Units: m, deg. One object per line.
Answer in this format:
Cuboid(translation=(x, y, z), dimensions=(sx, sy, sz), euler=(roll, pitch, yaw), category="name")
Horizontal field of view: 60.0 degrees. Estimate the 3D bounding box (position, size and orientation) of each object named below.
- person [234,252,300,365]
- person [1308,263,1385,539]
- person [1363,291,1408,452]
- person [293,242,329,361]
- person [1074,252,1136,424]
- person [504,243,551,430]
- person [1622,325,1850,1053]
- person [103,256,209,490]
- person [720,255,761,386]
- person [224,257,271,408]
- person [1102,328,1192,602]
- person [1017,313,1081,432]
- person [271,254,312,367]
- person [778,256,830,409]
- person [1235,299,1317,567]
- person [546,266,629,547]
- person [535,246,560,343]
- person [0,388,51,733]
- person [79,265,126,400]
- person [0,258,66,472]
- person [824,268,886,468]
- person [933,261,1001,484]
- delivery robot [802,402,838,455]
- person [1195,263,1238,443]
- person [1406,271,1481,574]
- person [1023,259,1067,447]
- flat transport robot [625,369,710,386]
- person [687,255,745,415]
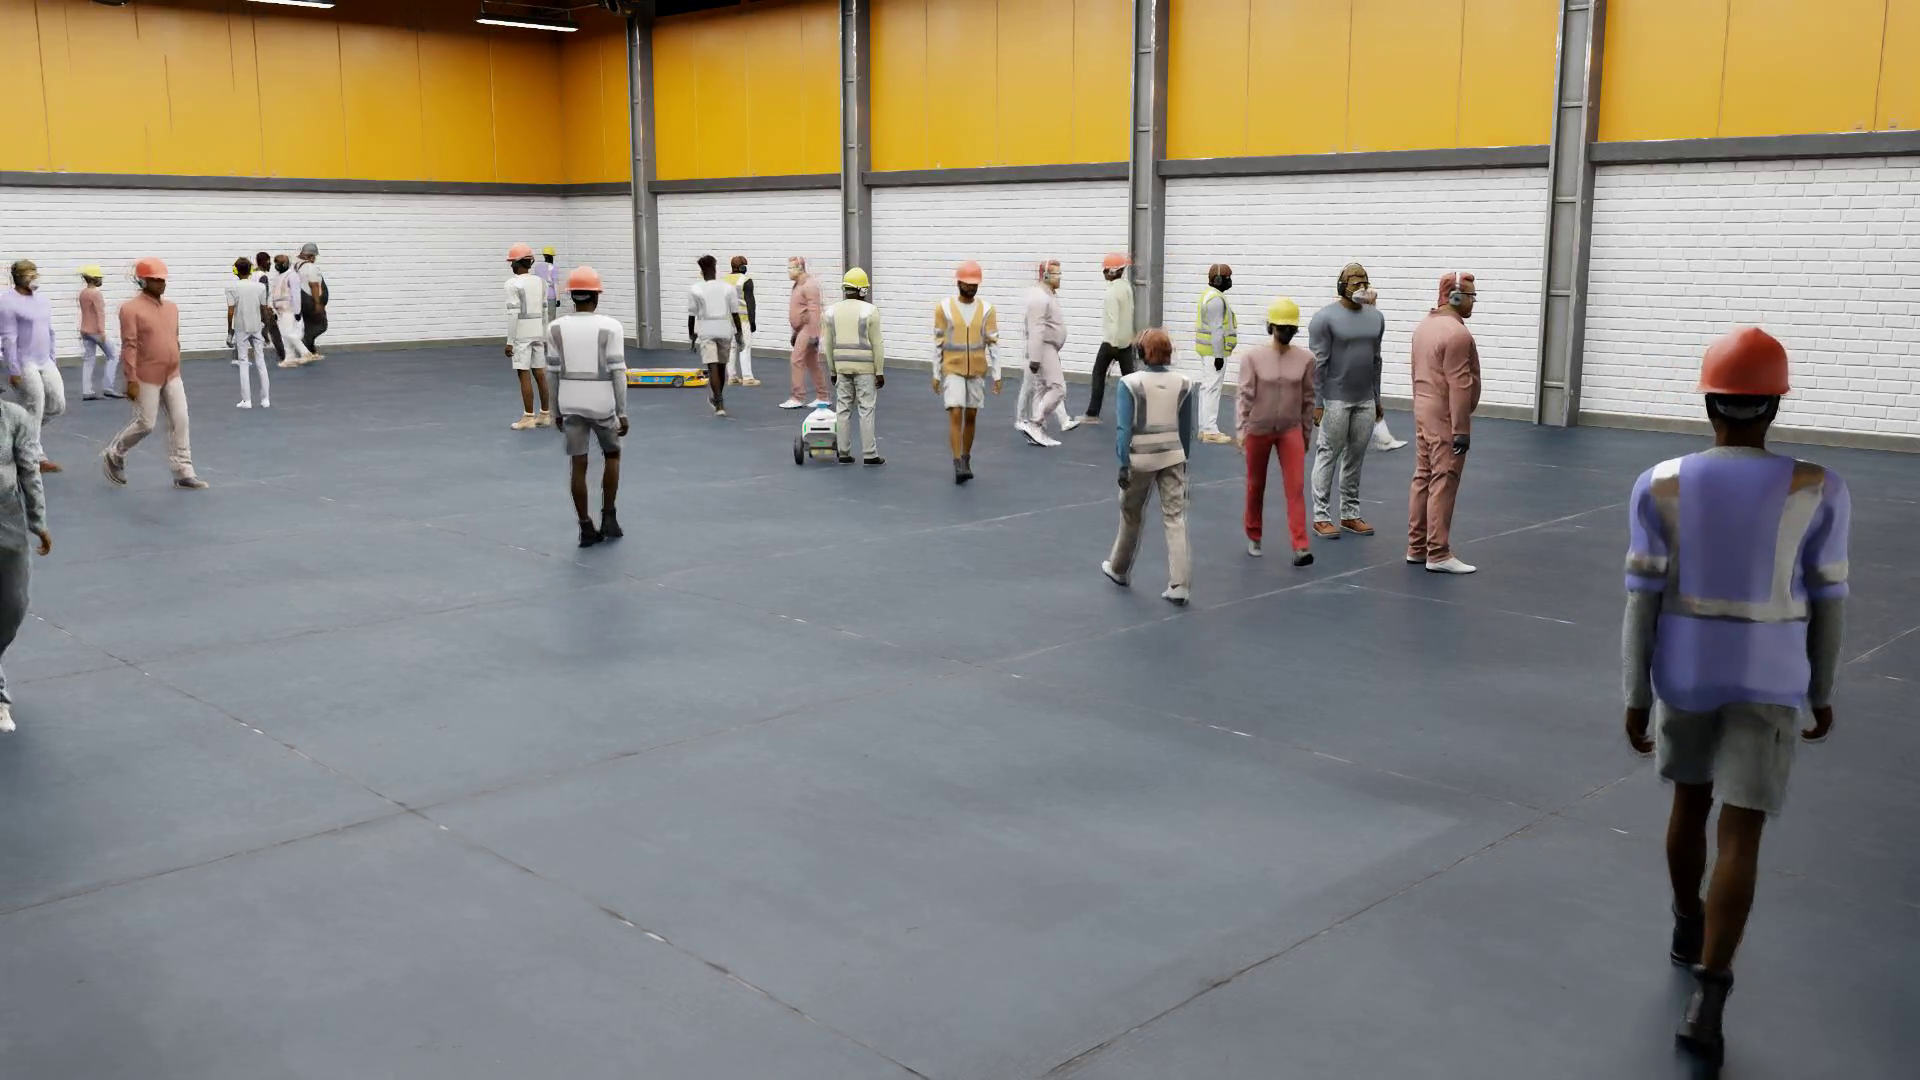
Cuboid(translation=(-11.519, -3.805, 27.414), dimensions=(1.040, 1.861, 0.602), euler=(-10, 14, -44), category="person")
Cuboid(translation=(2.740, -0.982, 11.776), dimensions=(0.636, 1.938, 0.358), euler=(-5, 12, -26), category="person")
Cuboid(translation=(3.999, -1.666, 16.441), dimensions=(0.877, 1.583, 0.542), euler=(4, 11, 21), category="person")
Cuboid(translation=(-11.020, -4.049, 28.223), dimensions=(0.595, 2.000, 0.701), euler=(-10, 14, -43), category="person")
Cuboid(translation=(1.821, -2.257, 18.708), dimensions=(0.981, 1.956, 0.611), euler=(6, 12, 30), category="person")
Cuboid(translation=(-4.781, -2.223, 18.263), dimensions=(0.392, 2.041, 0.615), euler=(5, 12, 27), category="person")
Cuboid(translation=(2.061, 0.378, 4.499), dimensions=(0.538, 1.902, 0.987), euler=(7, 12, 33), category="person")
Cuboid(translation=(-6.804, -1.389, 13.935), dimensions=(0.852, 1.970, 0.628), euler=(3, 11, 18), category="person")
Cuboid(translation=(-3.133, -3.116, 23.682), dimensions=(0.622, 1.845, 0.430), euler=(8, 13, 37), category="person")
Cuboid(translation=(-8.825, -2.563, 20.607), dimensions=(0.537, 1.862, 0.314), euler=(-9, 14, -40), category="person")
Cuboid(translation=(1.135, -0.457, 9.848), dimensions=(0.542, 1.584, 0.875), euler=(-4, 11, -20), category="person")
Cuboid(translation=(0.919, -1.948, 17.999), dimensions=(0.508, 1.592, 0.853), euler=(-9, 13, -39), category="person")
Cuboid(translation=(-10.881, -3.701, 26.903), dimensions=(0.638, 1.828, 0.444), euler=(10, 14, 43), category="person")
Cuboid(translation=(-1.970, -2.545, 20.489), dimensions=(0.822, 1.869, 0.659), euler=(-4, 11, -19), category="person")
Cuboid(translation=(2.046, -0.685, 10.758), dimensions=(0.554, 1.719, 0.908), euler=(0, 10, -2), category="person")
Cuboid(translation=(-2.549, -0.928, 11.541), dimensions=(0.577, 1.913, 0.641), euler=(1, 10, 3), category="person")
Cuboid(translation=(-7.997, -4.747, 32.369), dimensions=(0.580, 1.919, 0.397), euler=(6, 12, 29), category="person")
Cuboid(translation=(-4.337, -0.057, 7.350), dimensions=(0.768, 1.715, 0.487), euler=(10, 14, 42), category="person")
Cuboid(translation=(-11.168, -2.688, 21.593), dimensions=(0.548, 1.744, 0.611), euler=(8, 13, 36), category="person")
Cuboid(translation=(-8.394, -1.561, 14.970), dimensions=(0.499, 1.923, 0.645), euler=(1, 10, 7), category="person")
Cuboid(translation=(-0.948, -1.581, 15.329), dimensions=(0.588, 1.835, 0.403), euler=(5, 12, 26), category="person")
Cuboid(translation=(0.077, -1.424, 14.371), dimensions=(0.567, 1.876, 0.723), euler=(-2, 11, -13), category="person")
Cuboid(translation=(-1.298, -1.059, 15.718), dimensions=(0.477, 0.478, 0.707), euler=(0, 10, -1), category="delivery robot")
Cuboid(translation=(2.651, -1.927, 17.199), dimensions=(0.429, 1.841, 0.634), euler=(0, 10, 0), category="person")
Cuboid(translation=(3.107, -0.748, 10.599), dimensions=(0.401, 1.904, 0.651), euler=(-1, 10, -7), category="person")
Cuboid(translation=(0.895, -1.871, 16.768), dimensions=(0.431, 1.892, 0.646), euler=(1, 10, 7), category="person")
Cuboid(translation=(-4.280, -2.310, 23.568), dimensions=(1.431, 0.197, 0.652), euler=(0, 10, -3), category="flat transport robot")
Cuboid(translation=(-2.950, -2.457, 19.957), dimensions=(0.642, 1.895, 1.040), euler=(-5, 11, -23), category="person")
